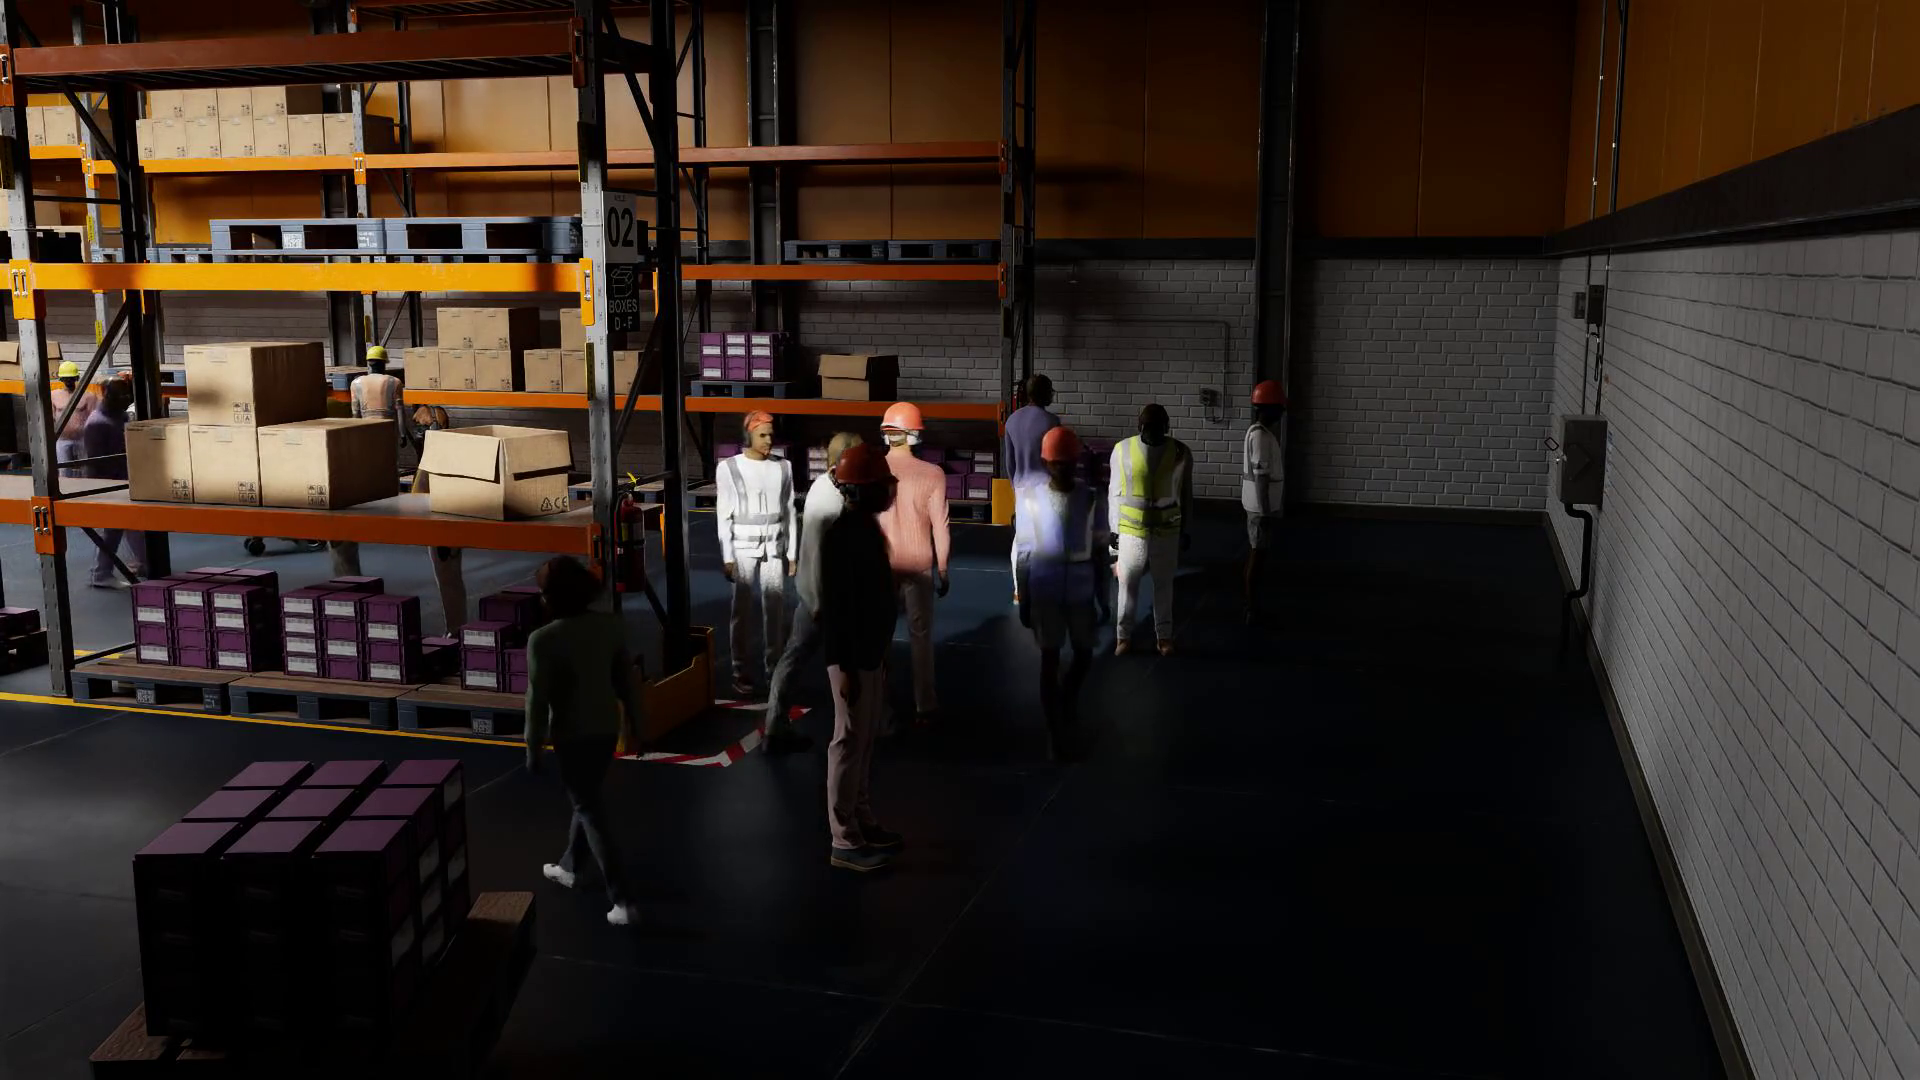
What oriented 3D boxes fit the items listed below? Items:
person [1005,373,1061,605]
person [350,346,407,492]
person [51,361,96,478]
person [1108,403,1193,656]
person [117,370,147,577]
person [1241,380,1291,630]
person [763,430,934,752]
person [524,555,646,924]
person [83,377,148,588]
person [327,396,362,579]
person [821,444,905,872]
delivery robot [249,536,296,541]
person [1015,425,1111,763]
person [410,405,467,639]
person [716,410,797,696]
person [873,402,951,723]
[{"bbox_3d":[0.636,-0.402,13.737,0.371,1.941,0.627,-8,12,-40],"label":"person"},{"bbox_3d":[-6.555,-1.225,18.817,0.584,1.918,0.381,-1,9,-4],"label":"person"},{"bbox_3d":[-9.960,-1.126,18.684,0.524,1.768,0.312,-4,10,-22],"label":"person"},{"bbox_3d":[1.374,-0.071,12.036,0.619,1.838,0.430,0,9,1],"label":"person"},{"bbox_3d":[-7.489,-0.604,15.145,0.355,1.882,0.576,-3,10,-18],"label":"person"},{"bbox_3d":[2.375,-0.275,12.964,0.355,1.939,0.543,1,9,7],"label":"person"},{"bbox_3d":[-0.679,0.307,9.581,1.028,1.871,0.656,-2,9,-9],"label":"person"},{"bbox_3d":[-1.628,0.846,7.216,0.860,1.584,0.534,9,13,43],"label":"person"},{"bbox_3d":[-7.198,-0.480,14.421,0.872,1.868,0.644,-1,9,-4],"label":"person"},{"bbox_3d":[-4.757,-0.187,12.756,0.404,1.832,0.594,-2,9,-11],"label":"person"},{"bbox_3d":[-0.463,0.541,7.822,0.382,1.995,0.612,2,9,9],"label":"person"},{"bbox_3d":[-6.698,-0.202,16.443,0.707,0.478,0.477,-6,11,-31],"label":"delivery robot"},{"bbox_3d":[0.585,0.284,9.586,0.552,1.925,0.589,0,9,-3],"label":"person"},{"bbox_3d":[-3.716,-0.049,11.914,0.428,1.836,0.626,-3,10,-16],"label":"person"},{"bbox_3d":[-1.330,0.082,10.967,0.588,1.876,0.360,-7,12,-36],"label":"person"},{"bbox_3d":[-0.354,0.152,10.197,0.617,1.990,0.393,2,10,12],"label":"person"}]
